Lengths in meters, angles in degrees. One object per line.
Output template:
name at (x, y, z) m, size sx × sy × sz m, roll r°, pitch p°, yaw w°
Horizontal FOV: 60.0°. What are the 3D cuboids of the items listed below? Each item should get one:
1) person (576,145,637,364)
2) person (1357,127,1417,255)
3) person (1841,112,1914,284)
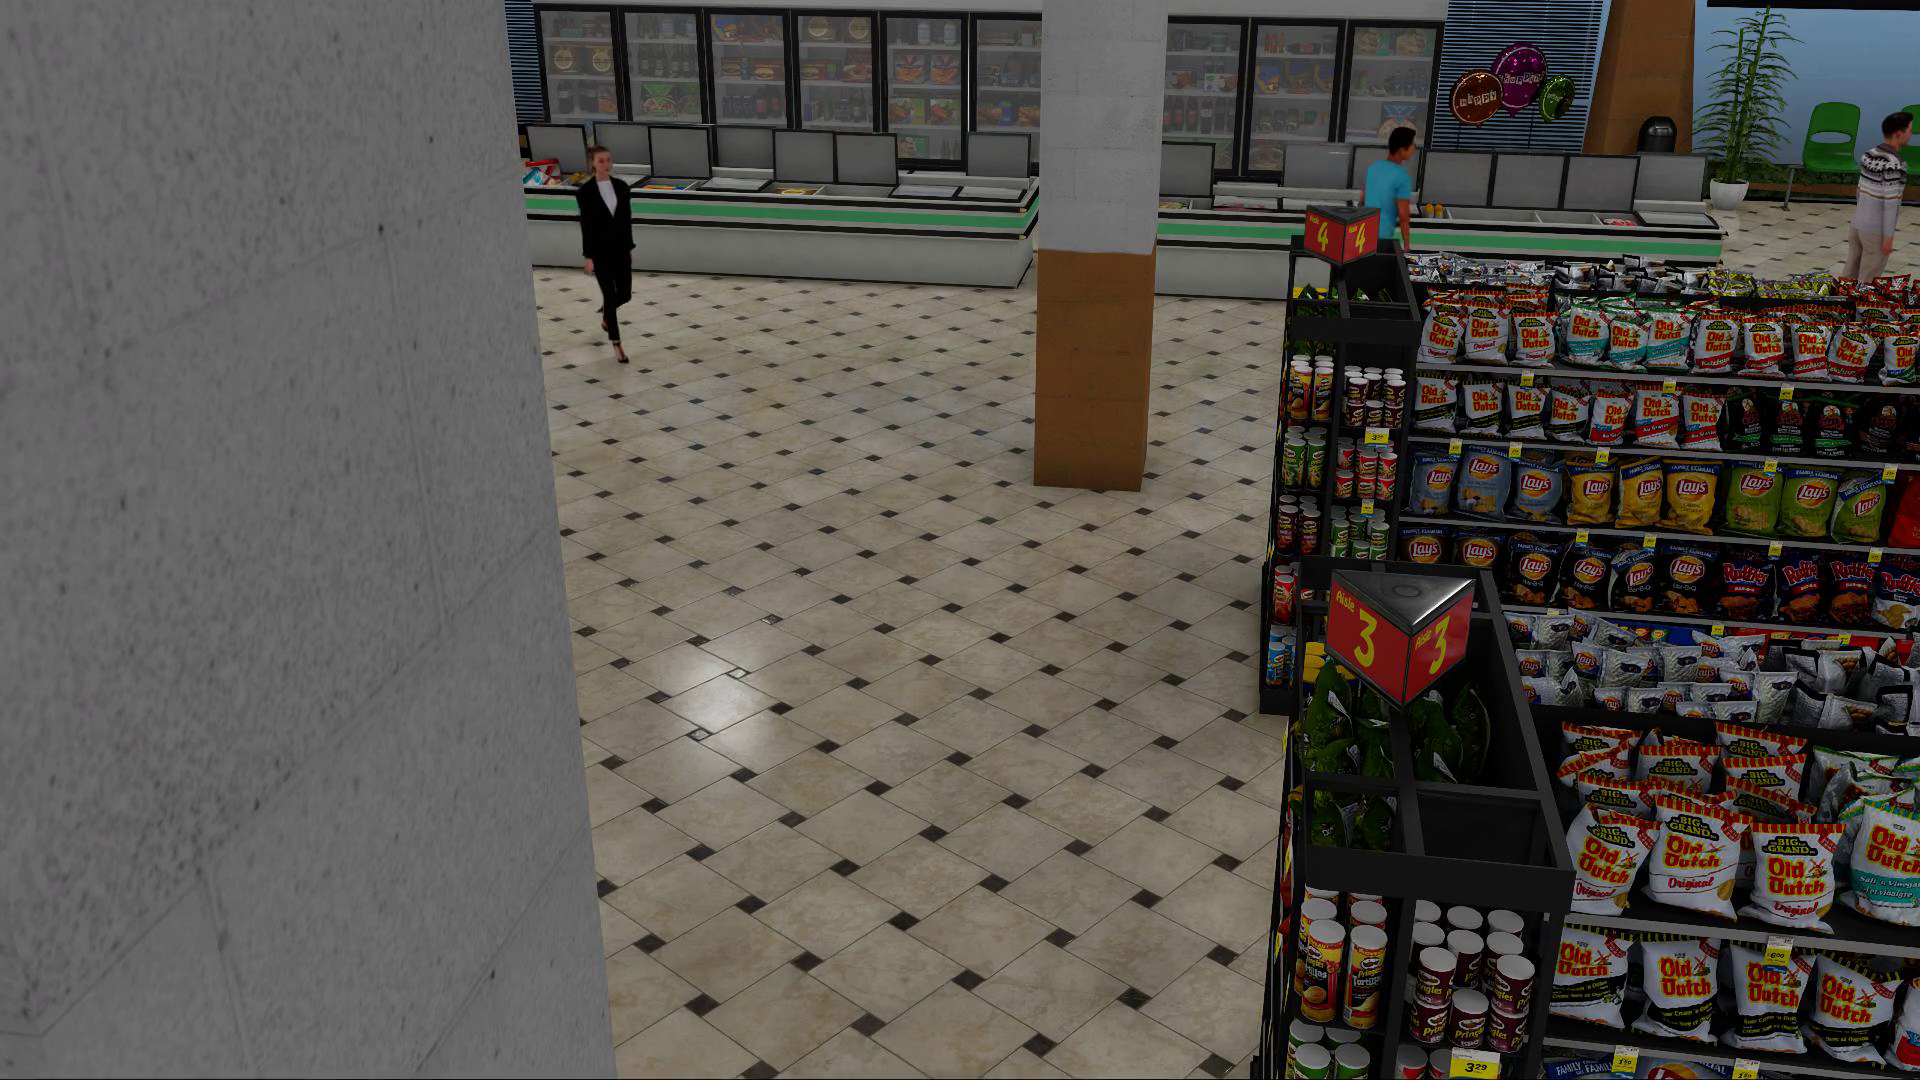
person at (-2.776, -2.235, 13.015) m, size 0.909 × 1.689 × 0.966 m, roll -15°, pitch 28°, yaw -31°
person at (3.274, -2.409, 13.353) m, size 0.961 × 1.737 × 0.861 m, roll -13°, pitch 27°, yaw -28°
person at (7.377, -2.520, 13.450) m, size 0.620 × 1.861 × 0.714 m, roll 0°, pitch 24°, yaw 1°
